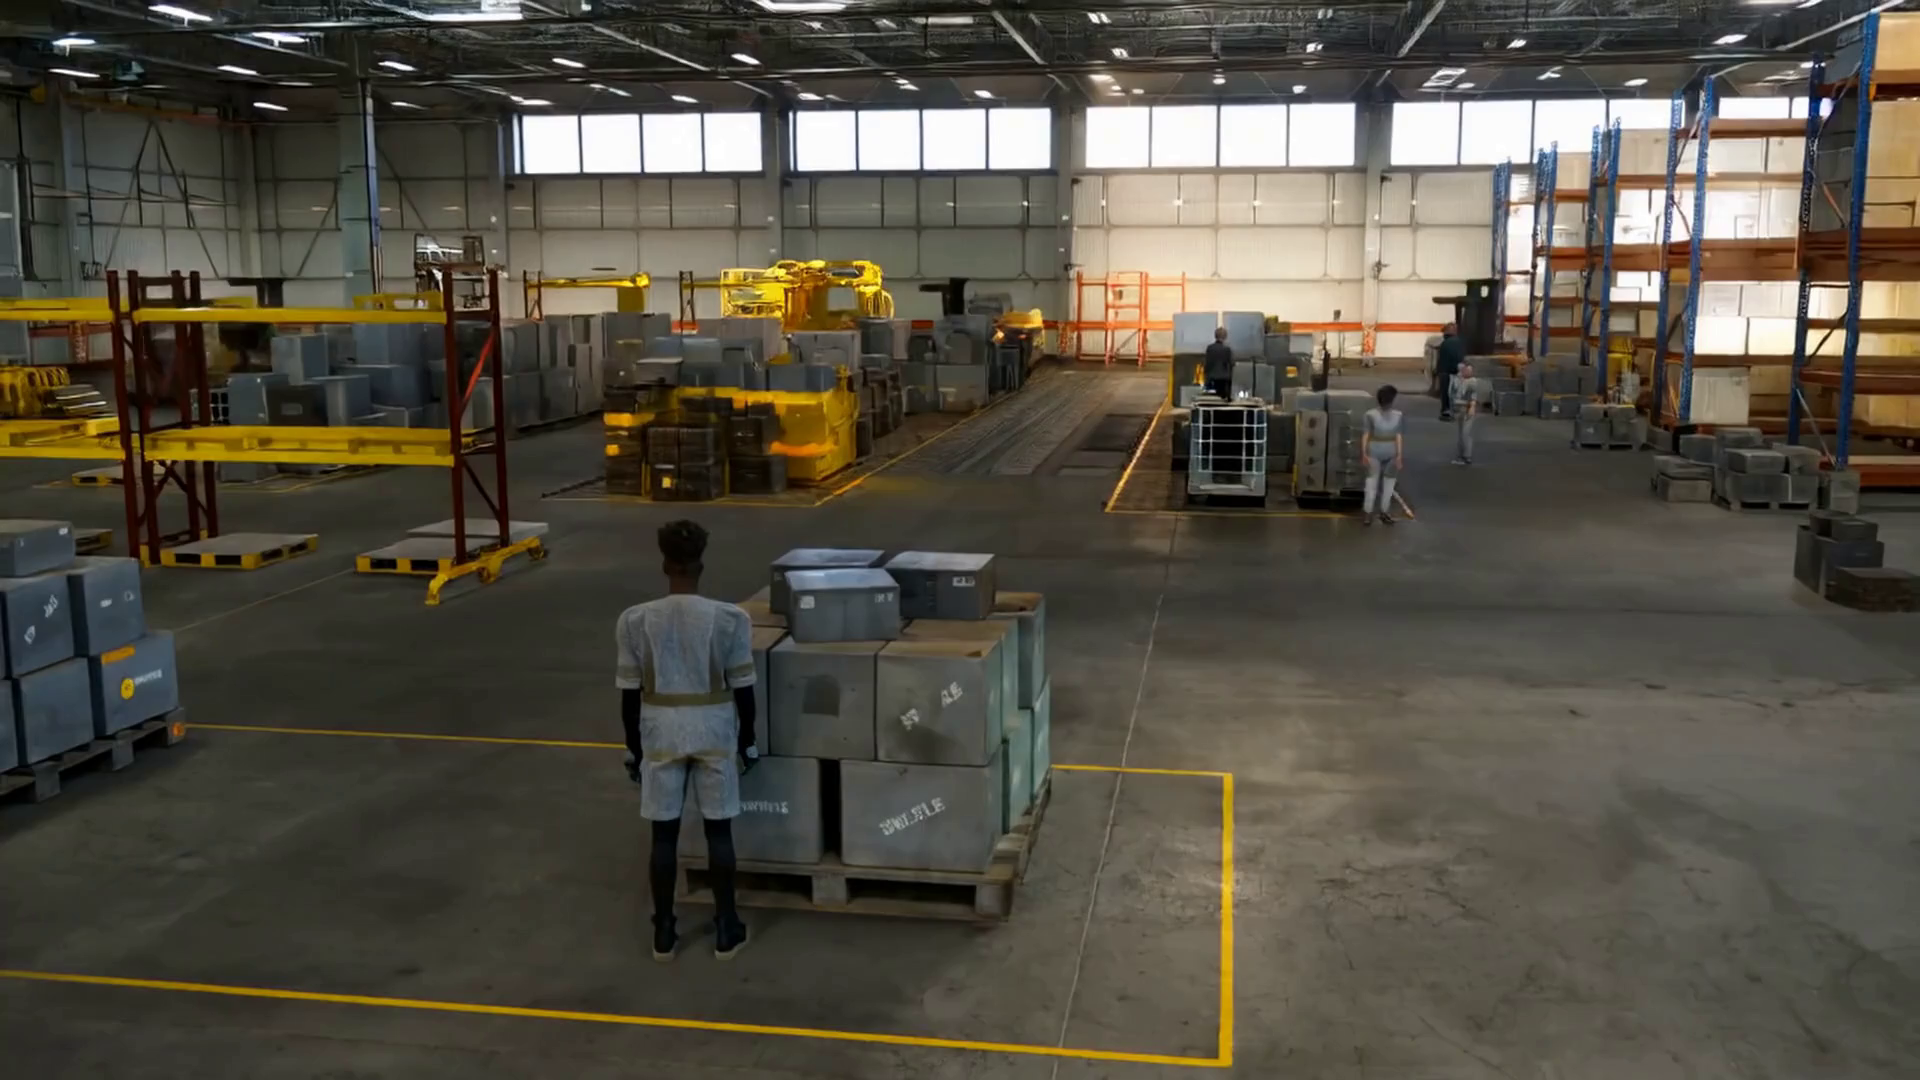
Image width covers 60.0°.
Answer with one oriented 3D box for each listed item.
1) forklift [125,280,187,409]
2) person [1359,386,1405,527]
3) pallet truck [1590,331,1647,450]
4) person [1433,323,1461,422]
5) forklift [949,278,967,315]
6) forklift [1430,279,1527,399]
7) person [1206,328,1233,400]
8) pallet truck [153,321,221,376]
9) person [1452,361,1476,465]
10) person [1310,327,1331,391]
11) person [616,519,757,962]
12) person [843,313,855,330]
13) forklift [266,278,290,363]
[{"bbox_3d":[-17.528,-4.337,36.665,1.873,2.768,1.129,6,11,33],"label":"forklift"},{"bbox_3d":[4.964,-0.990,19.709,0.615,1.686,0.386,-2,9,-13],"label":"person"},{"bbox_3d":[11.253,-2.573,28.499,0.823,1.965,1.885,5,10,27],"label":"pallet truck"},{"bbox_3d":[9.774,-3.351,33.377,0.624,1.982,0.421,-5,10,-26],"label":"person"},{"bbox_3d":[-0.074,-5.960,46.672,1.873,2.768,1.129,-1,9,-7],"label":"forklift"},{"bbox_3d":[12.076,-4.639,38.526,1.129,2.768,1.873,-8,12,-39],"label":"forklift"},{"bbox_3d":[4.966,-3.088,31.890,0.366,1.931,0.630,-7,12,-38],"label":"person"},{"bbox_3d":[-21.869,-5.598,47.154,0.823,1.965,1.885,4,10,26],"label":"pallet truck"},{"bbox_3d":[7.911,-1.992,26.050,0.316,1.631,0.523,0,9,0],"label":"person"},{"bbox_3d":[7.136,-3.259,32.974,0.377,1.917,0.599,-3,10,-15],"label":"person"},{"bbox_3d":[-1.185,0.881,7.291,0.607,1.966,0.367,0,9,-1],"label":"person"},{"bbox_3d":[-2.953,-5.089,44.292,0.402,1.922,0.789,1,9,8],"label":"person"},{"bbox_3d":[-17.637,-5.367,43.017,1.873,2.768,1.129,-3,10,-17],"label":"forklift"}]
